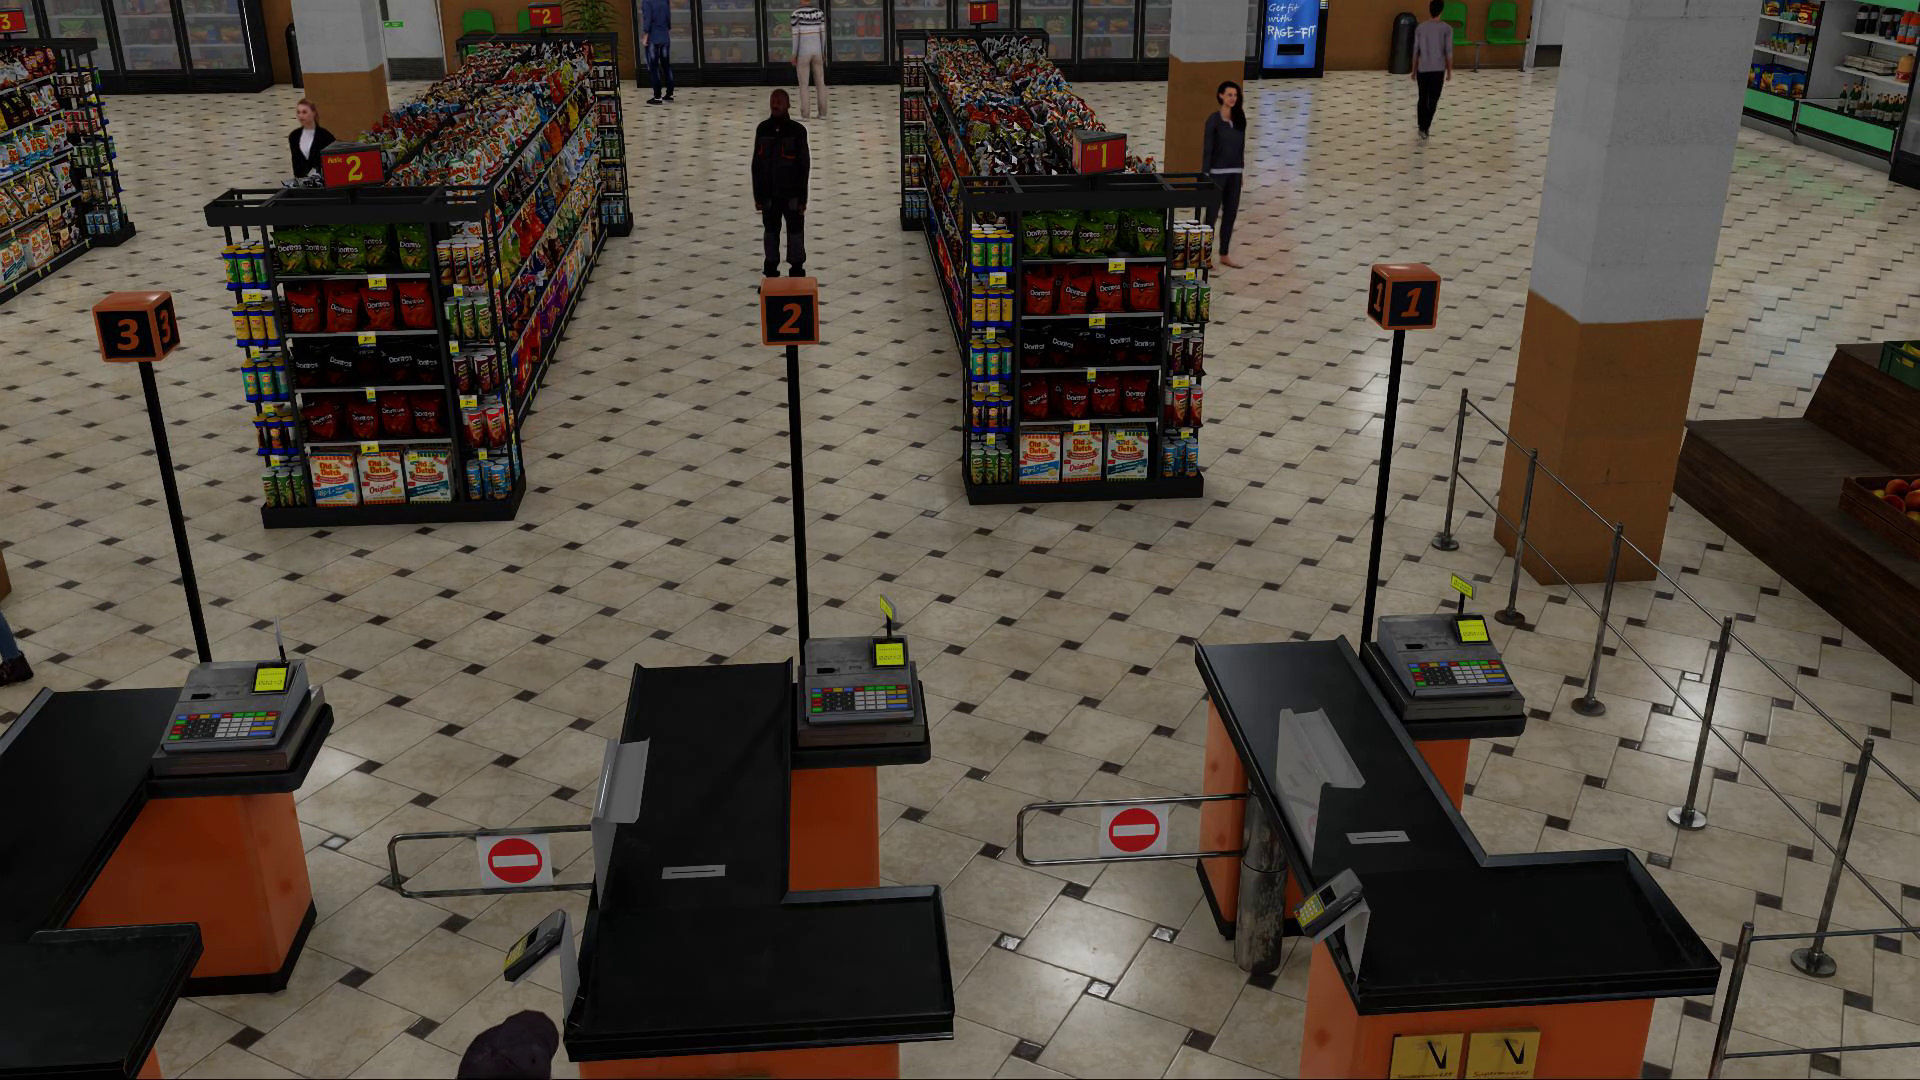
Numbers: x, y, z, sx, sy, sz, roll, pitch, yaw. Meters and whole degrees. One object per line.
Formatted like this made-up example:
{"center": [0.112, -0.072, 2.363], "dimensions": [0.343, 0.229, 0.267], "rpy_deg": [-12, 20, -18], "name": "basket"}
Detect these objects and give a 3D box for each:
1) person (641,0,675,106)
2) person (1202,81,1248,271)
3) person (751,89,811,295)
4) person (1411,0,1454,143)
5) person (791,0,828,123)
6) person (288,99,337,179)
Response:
{"center": [-4.557, -7.503, 25.017], "dimensions": [0.857, 1.826, 0.774], "rpy_deg": [16, 28, 32], "name": "person"}
{"center": [2.513, -3.489, 15.913], "dimensions": [0.684, 1.768, 0.659], "rpy_deg": [-13, 27, -27], "name": "person"}
{"center": [-1.616, -3.167, 15.108], "dimensions": [0.756, 1.825, 0.699], "rpy_deg": [4, 24, 9], "name": "person"}
{"center": [6.232, -6.204, 22.069], "dimensions": [1.096, 1.808, 1.240], "rpy_deg": [15, 28, 30], "name": "person"}
{"center": [-2.139, -6.909, 23.613], "dimensions": [0.767, 1.862, 0.743], "rpy_deg": [-14, 27, -28], "name": "person"}
{"center": [-5.888, -3.220, 15.394], "dimensions": [0.729, 1.691, 0.982], "rpy_deg": [2, 24, 5], "name": "person"}
